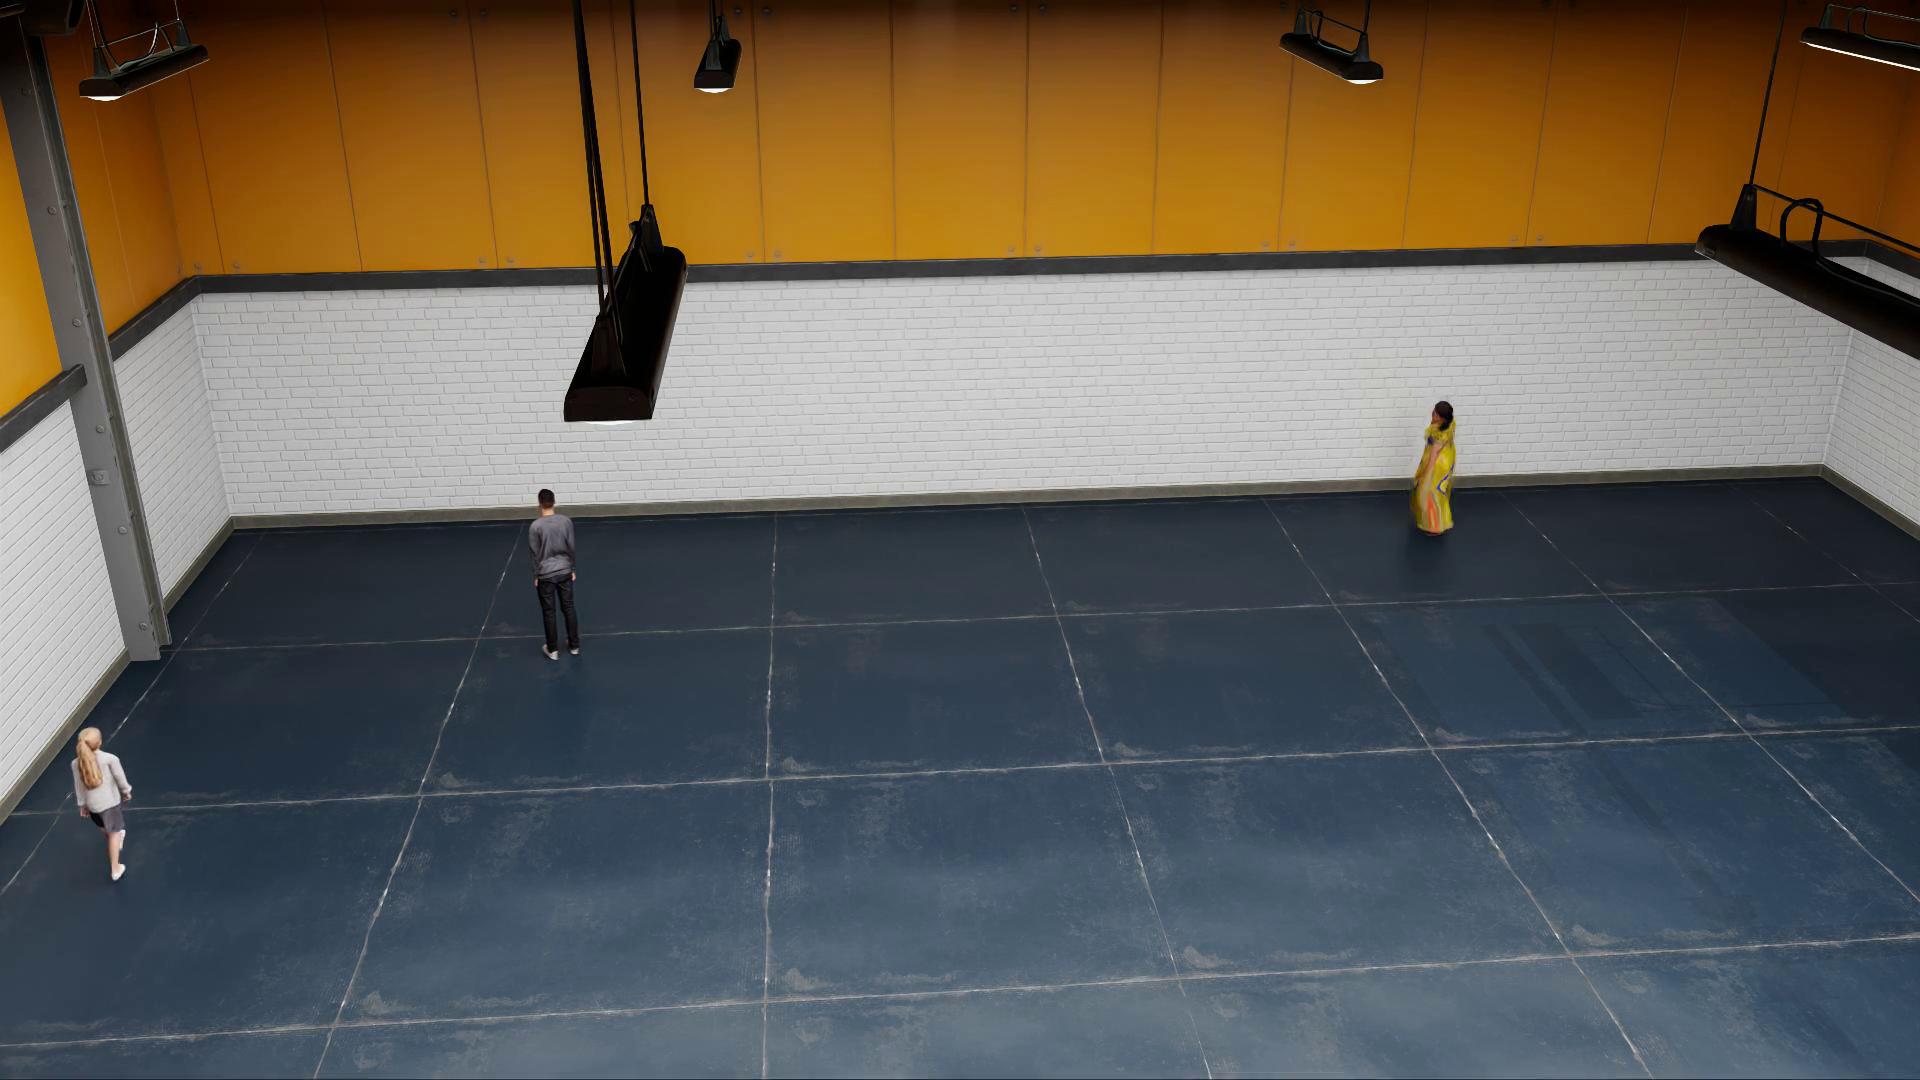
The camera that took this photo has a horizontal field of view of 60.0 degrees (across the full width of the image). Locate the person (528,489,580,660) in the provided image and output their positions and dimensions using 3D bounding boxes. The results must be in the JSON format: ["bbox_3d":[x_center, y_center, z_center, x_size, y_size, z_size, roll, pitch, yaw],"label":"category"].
[{"bbox_3d":[-4.022,0.327,16.465,0.691,1.761,0.694,-15,28,-31],"label":"person"}]

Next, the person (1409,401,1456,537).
[{"bbox_3d":[5.587,-0.893,19.418,1.118,1.631,1.028,20,31,38],"label":"person"}]

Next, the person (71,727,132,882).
[{"bbox_3d":[-6.752,2.088,13.083,0.565,1.243,0.876,-4,24,-10],"label":"person"}]
